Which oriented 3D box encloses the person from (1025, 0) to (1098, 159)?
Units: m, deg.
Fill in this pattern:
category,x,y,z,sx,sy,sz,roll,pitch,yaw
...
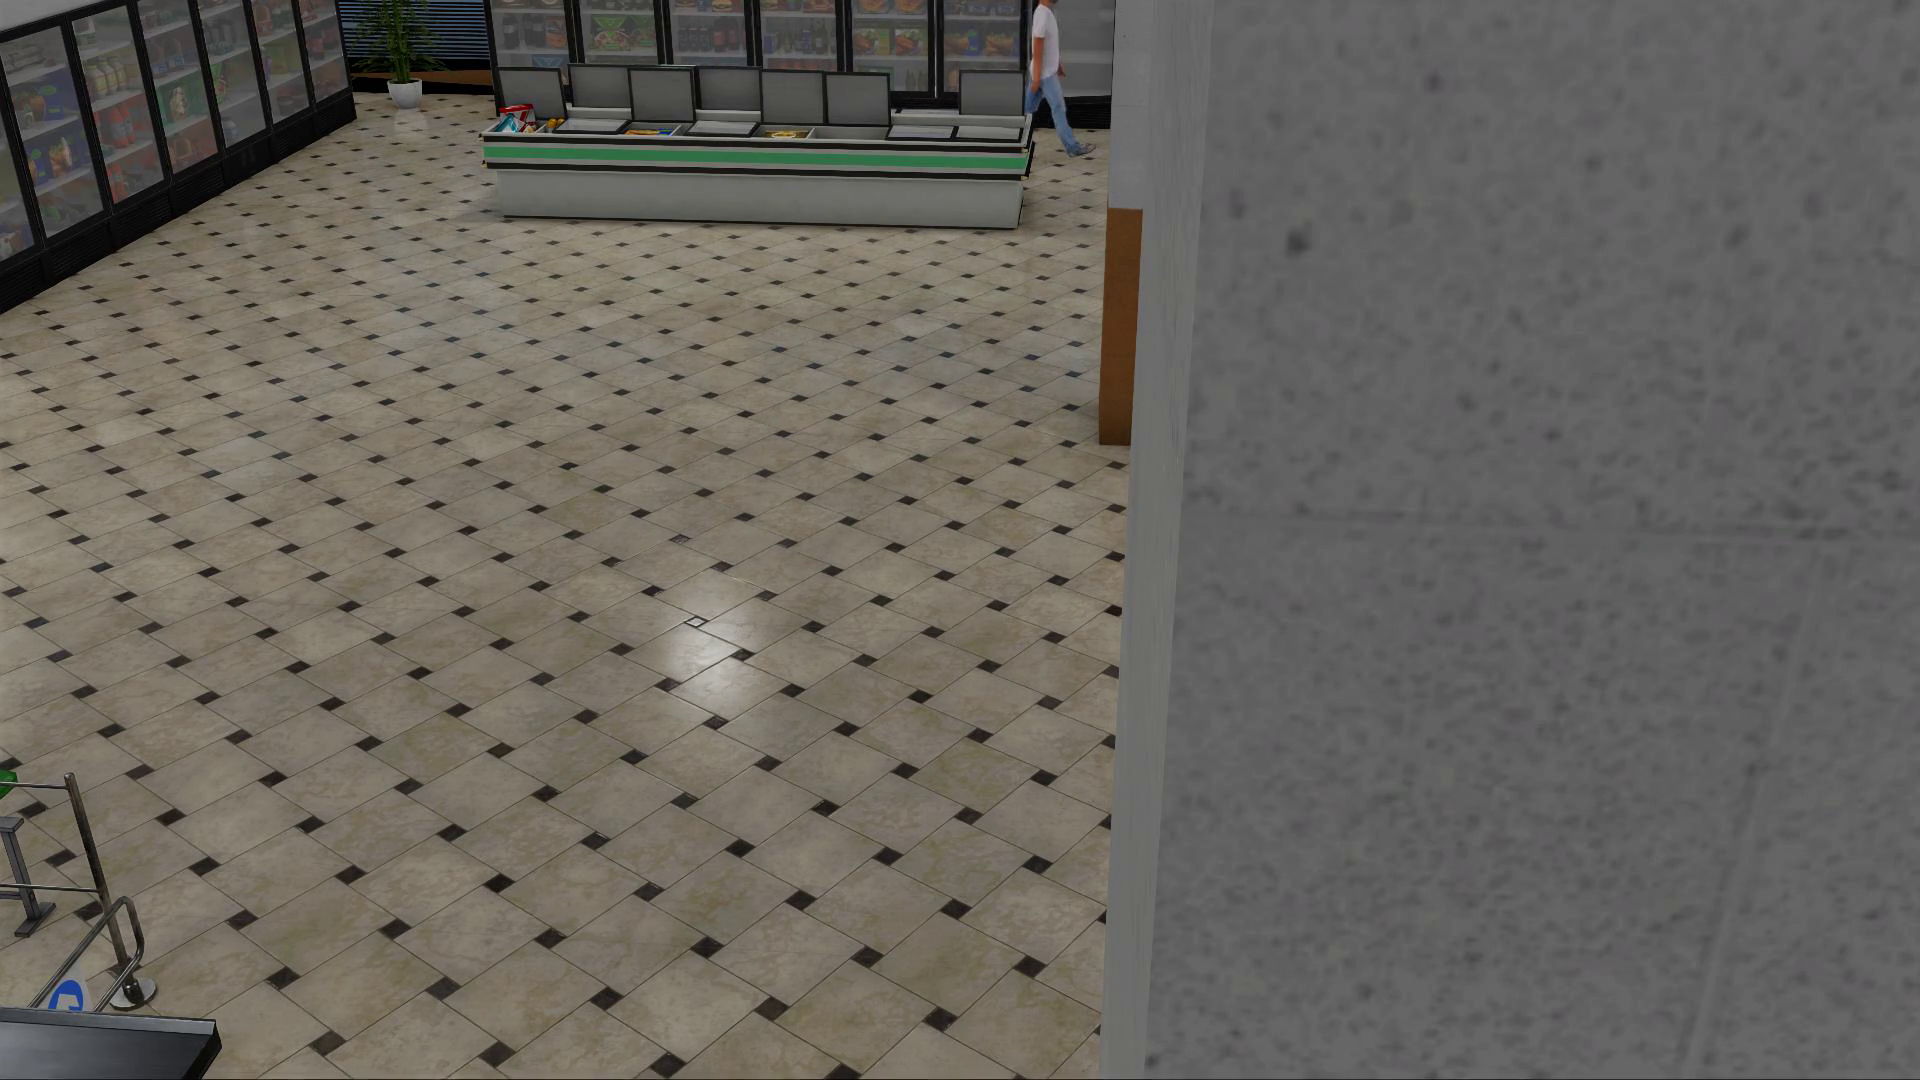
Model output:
category,x,y,z,sx,sy,sz,roll,pitch,yaw
person,0.762,-4.759,16.949,1.209,1.805,0.739,0,27,0
